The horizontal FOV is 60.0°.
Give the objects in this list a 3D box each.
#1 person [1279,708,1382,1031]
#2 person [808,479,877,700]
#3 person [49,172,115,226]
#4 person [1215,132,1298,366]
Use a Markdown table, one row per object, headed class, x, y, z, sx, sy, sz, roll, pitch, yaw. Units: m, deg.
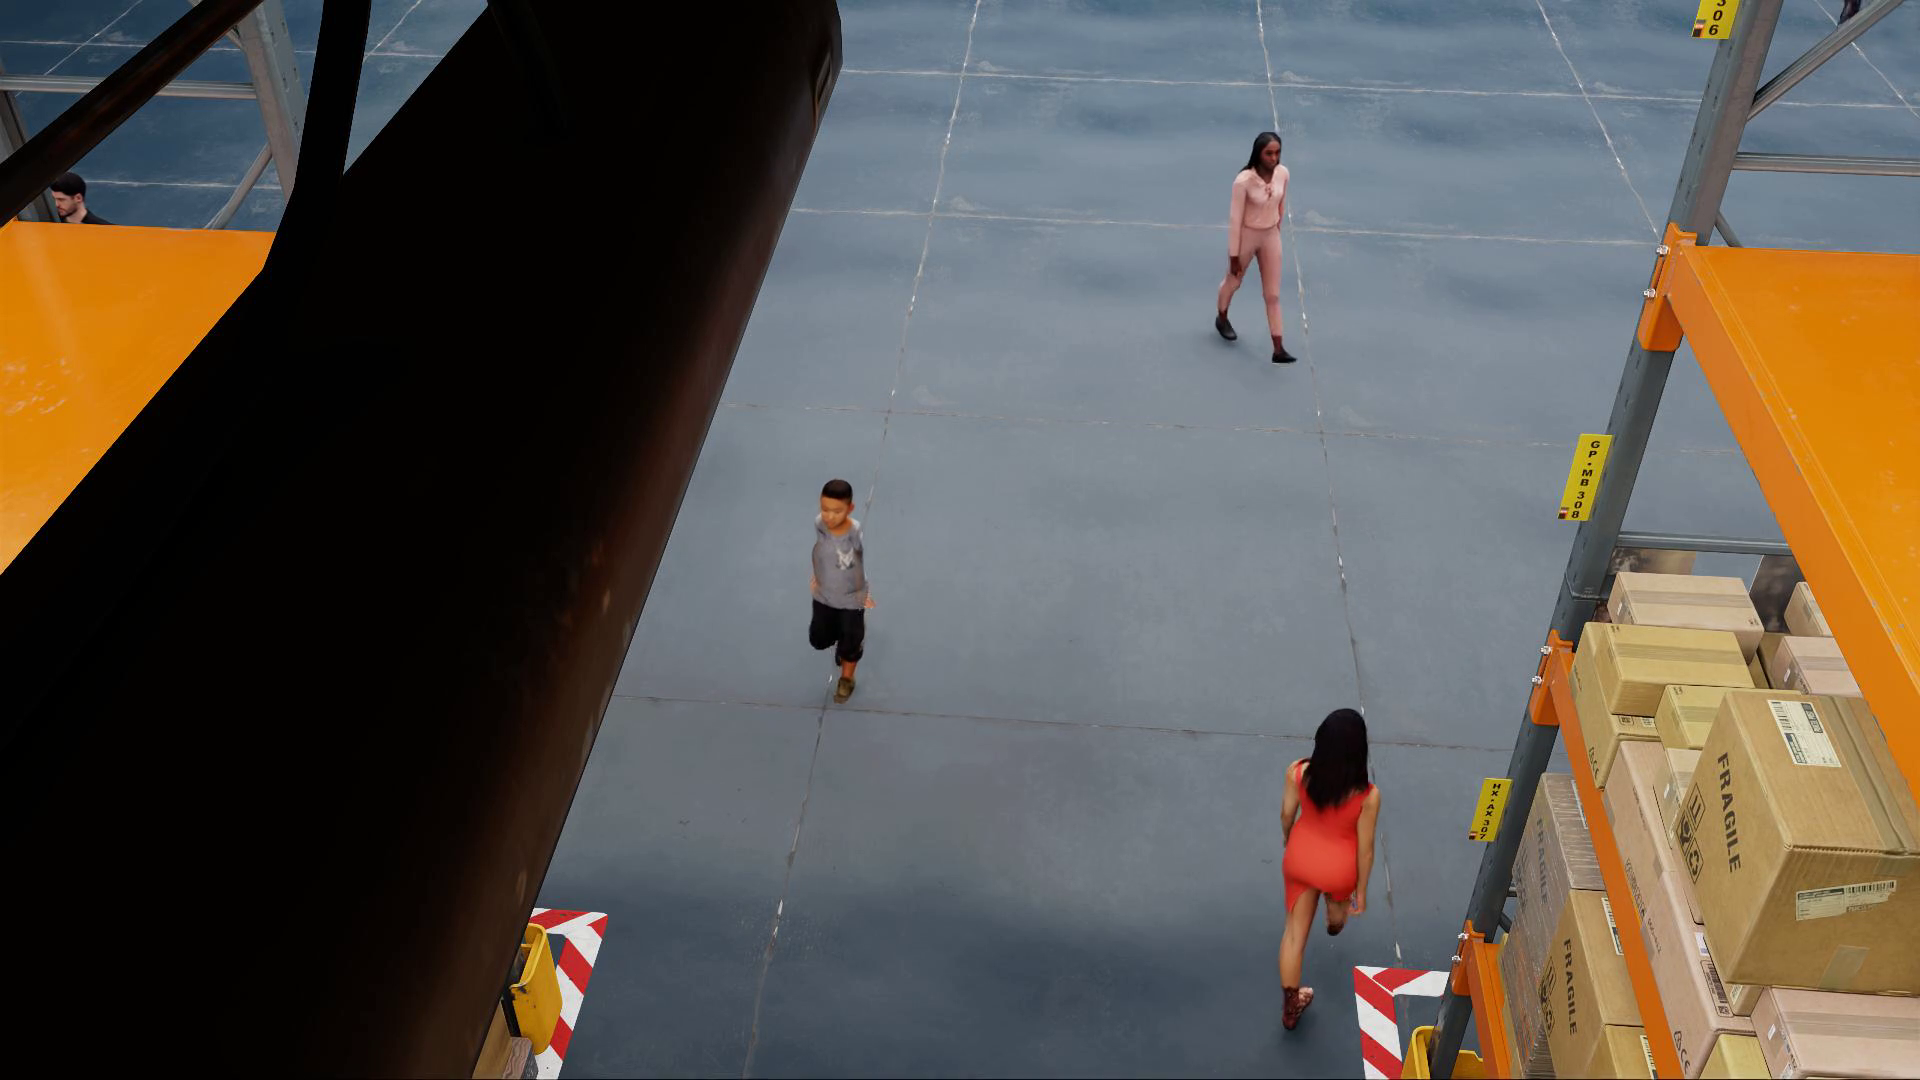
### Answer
| class | x | y | z | sx | sy | sz | roll | pitch | yaw |
| --- | --- | --- | --- | --- | --- | --- | --- | --- | --- |
| person | 1.539 | 1.489 | 7.230 | 0.843 | 1.681 | 1.125 | 17 | 41 | 20 |
| person | -0.633 | 0.206 | 9.061 | 0.624 | 1.446 | 0.746 | 9 | 39 | 11 |
| person | -5.594 | -1.556 | 10.944 | 0.739 | 1.900 | 0.714 | 18 | 41 | 22 |
| person | 2.037 | -2.116 | 11.842 | 0.984 | 1.676 | 1.227 | -14 | 40 | -18 |
